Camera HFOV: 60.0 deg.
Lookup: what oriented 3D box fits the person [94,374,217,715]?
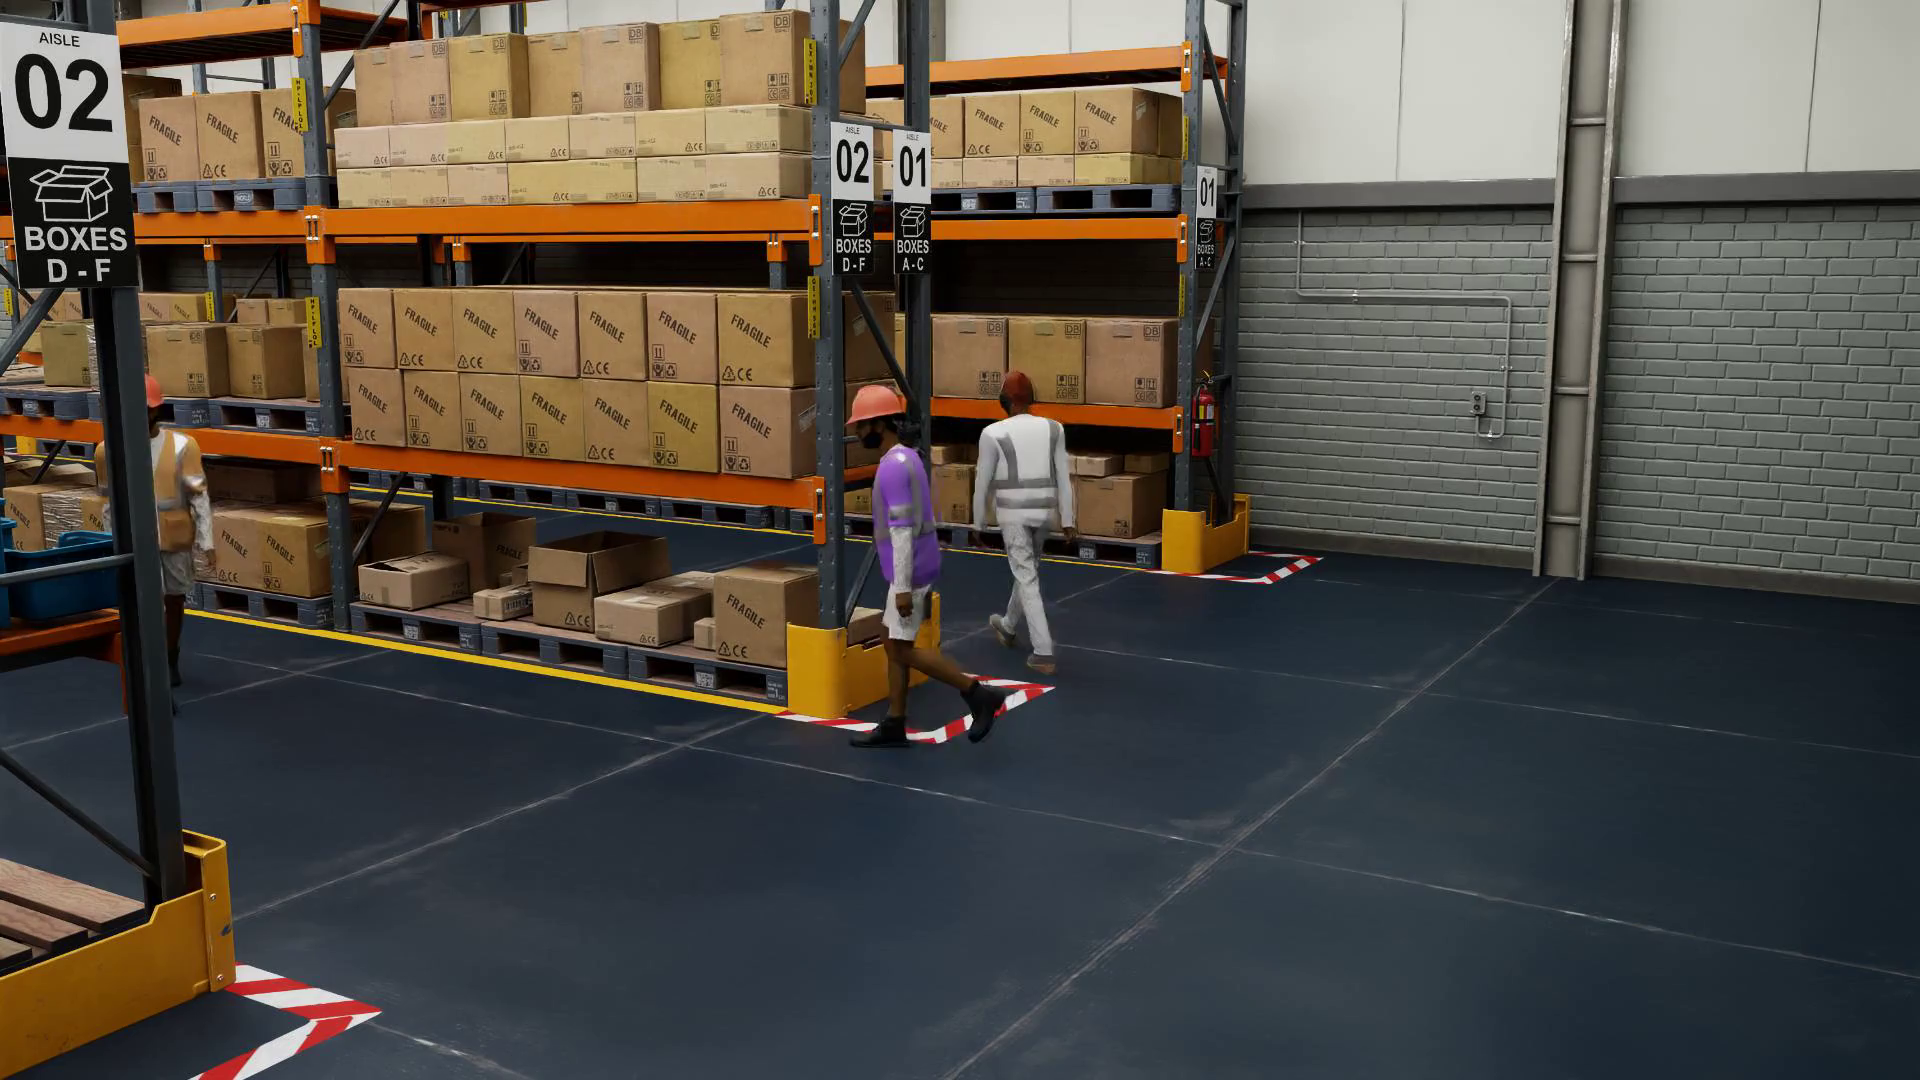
[{"bbox_3d":[-4.562,-0.012,9.456,0.563,1.895,0.984,-6,11,-30],"label":"person"}]

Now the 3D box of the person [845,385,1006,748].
[{"bbox_3d":[-0.201,0.158,8.452,0.754,1.901,0.561,1,10,6],"label":"person"}]

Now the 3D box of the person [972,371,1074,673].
[{"bbox_3d":[0.363,-0.138,10.385,0.595,1.819,1.010,-5,11,-26],"label":"person"}]
